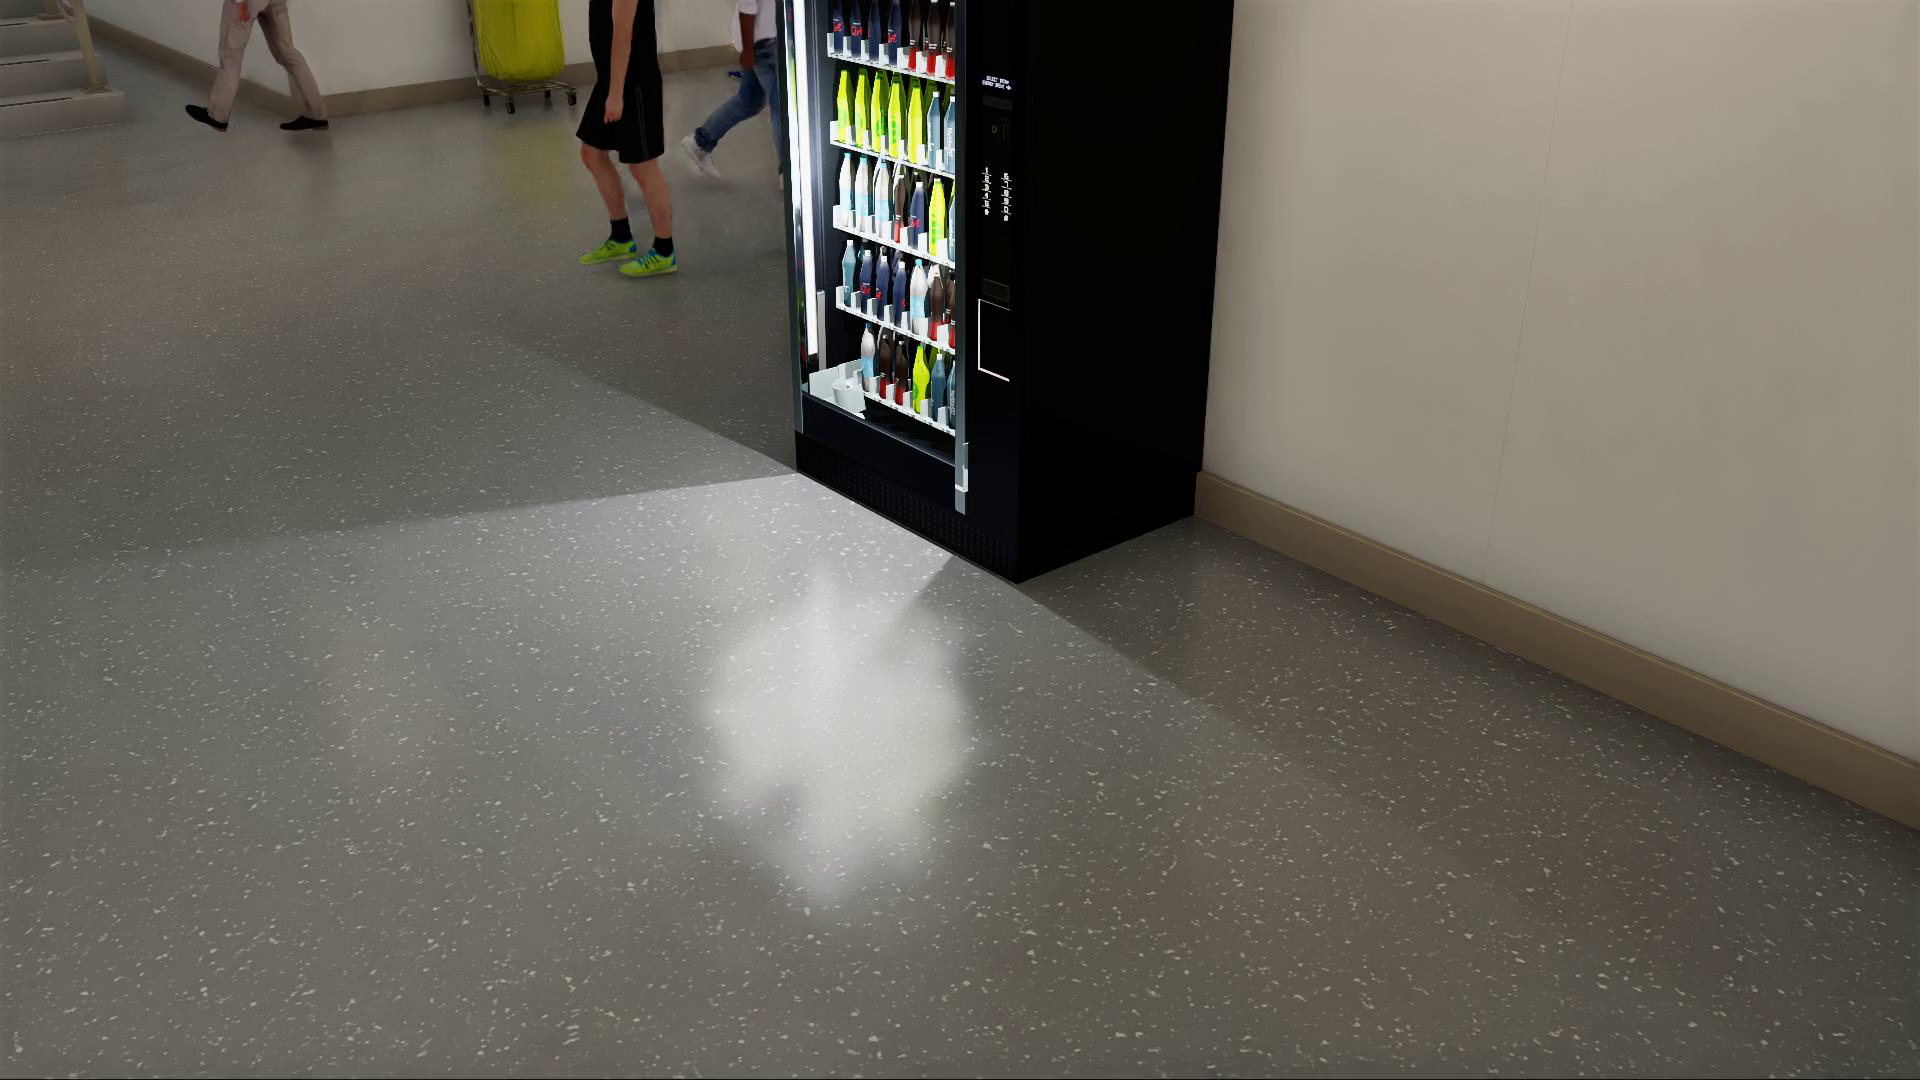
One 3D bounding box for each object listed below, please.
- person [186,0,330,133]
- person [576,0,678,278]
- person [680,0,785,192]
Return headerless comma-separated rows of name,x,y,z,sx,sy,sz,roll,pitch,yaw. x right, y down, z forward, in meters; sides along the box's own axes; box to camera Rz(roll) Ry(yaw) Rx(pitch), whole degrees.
person,-4.496,-3.529,10.816,1.200,1.790,1.102,3,26,6
person,-1.510,-2.190,7.939,0.832,1.878,0.706,-12,28,-24
person,-1.221,-2.889,9.488,1.131,1.793,1.135,-1,26,-1
